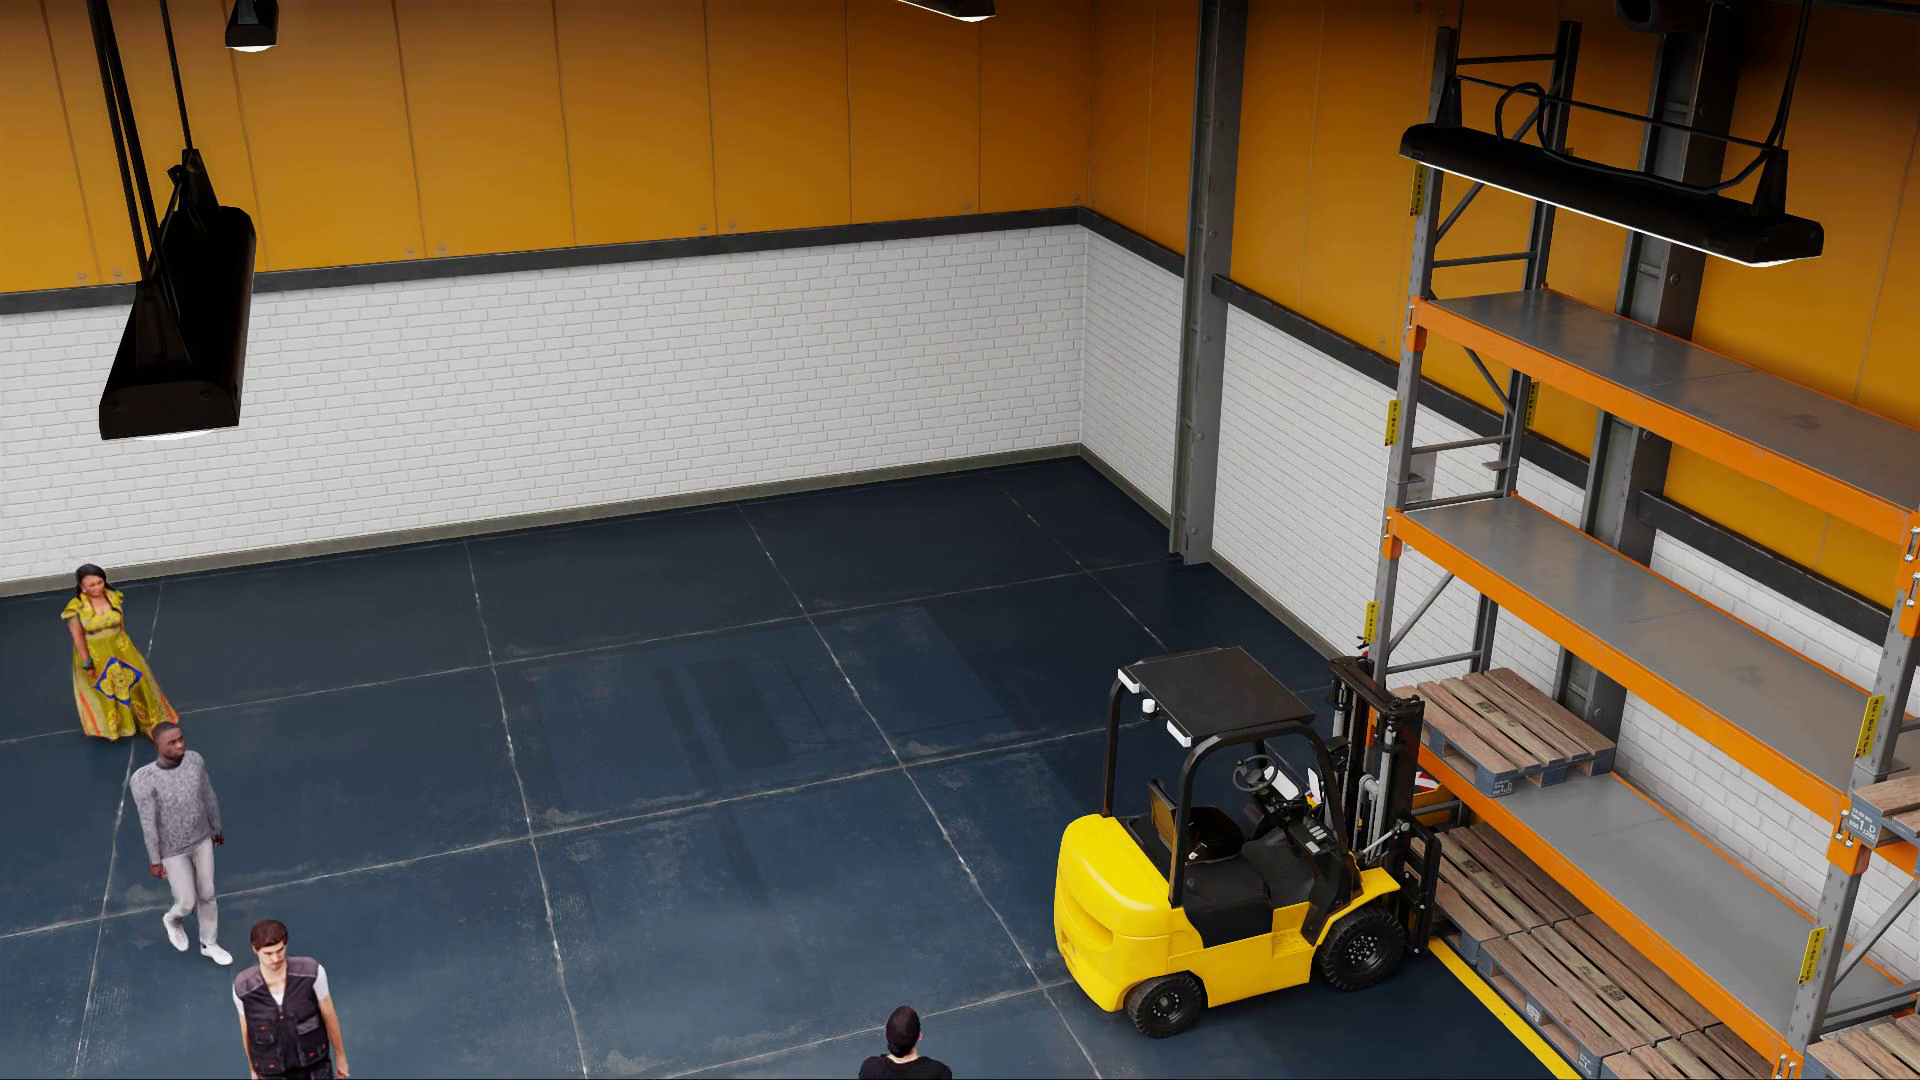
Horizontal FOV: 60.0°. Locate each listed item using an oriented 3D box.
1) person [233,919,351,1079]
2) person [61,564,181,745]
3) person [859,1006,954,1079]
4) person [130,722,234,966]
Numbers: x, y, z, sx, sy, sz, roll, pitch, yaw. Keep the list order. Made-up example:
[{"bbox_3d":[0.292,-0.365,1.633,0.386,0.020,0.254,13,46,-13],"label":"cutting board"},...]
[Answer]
[{"bbox_3d":[-3.703,2.838,9.234,0.734,1.809,1.223,-11,26,-24],"label":"person"},{"bbox_3d":[-7.142,0.941,13.794,1.172,1.634,1.080,17,29,34],"label":"person"},{"bbox_3d":[-0.269,3.190,8.510,0.928,1.745,1.040,5,24,12],"label":"person"},{"bbox_3d":[-5.233,2.014,11.100,0.953,1.824,0.895,14,27,28],"label":"person"}]
